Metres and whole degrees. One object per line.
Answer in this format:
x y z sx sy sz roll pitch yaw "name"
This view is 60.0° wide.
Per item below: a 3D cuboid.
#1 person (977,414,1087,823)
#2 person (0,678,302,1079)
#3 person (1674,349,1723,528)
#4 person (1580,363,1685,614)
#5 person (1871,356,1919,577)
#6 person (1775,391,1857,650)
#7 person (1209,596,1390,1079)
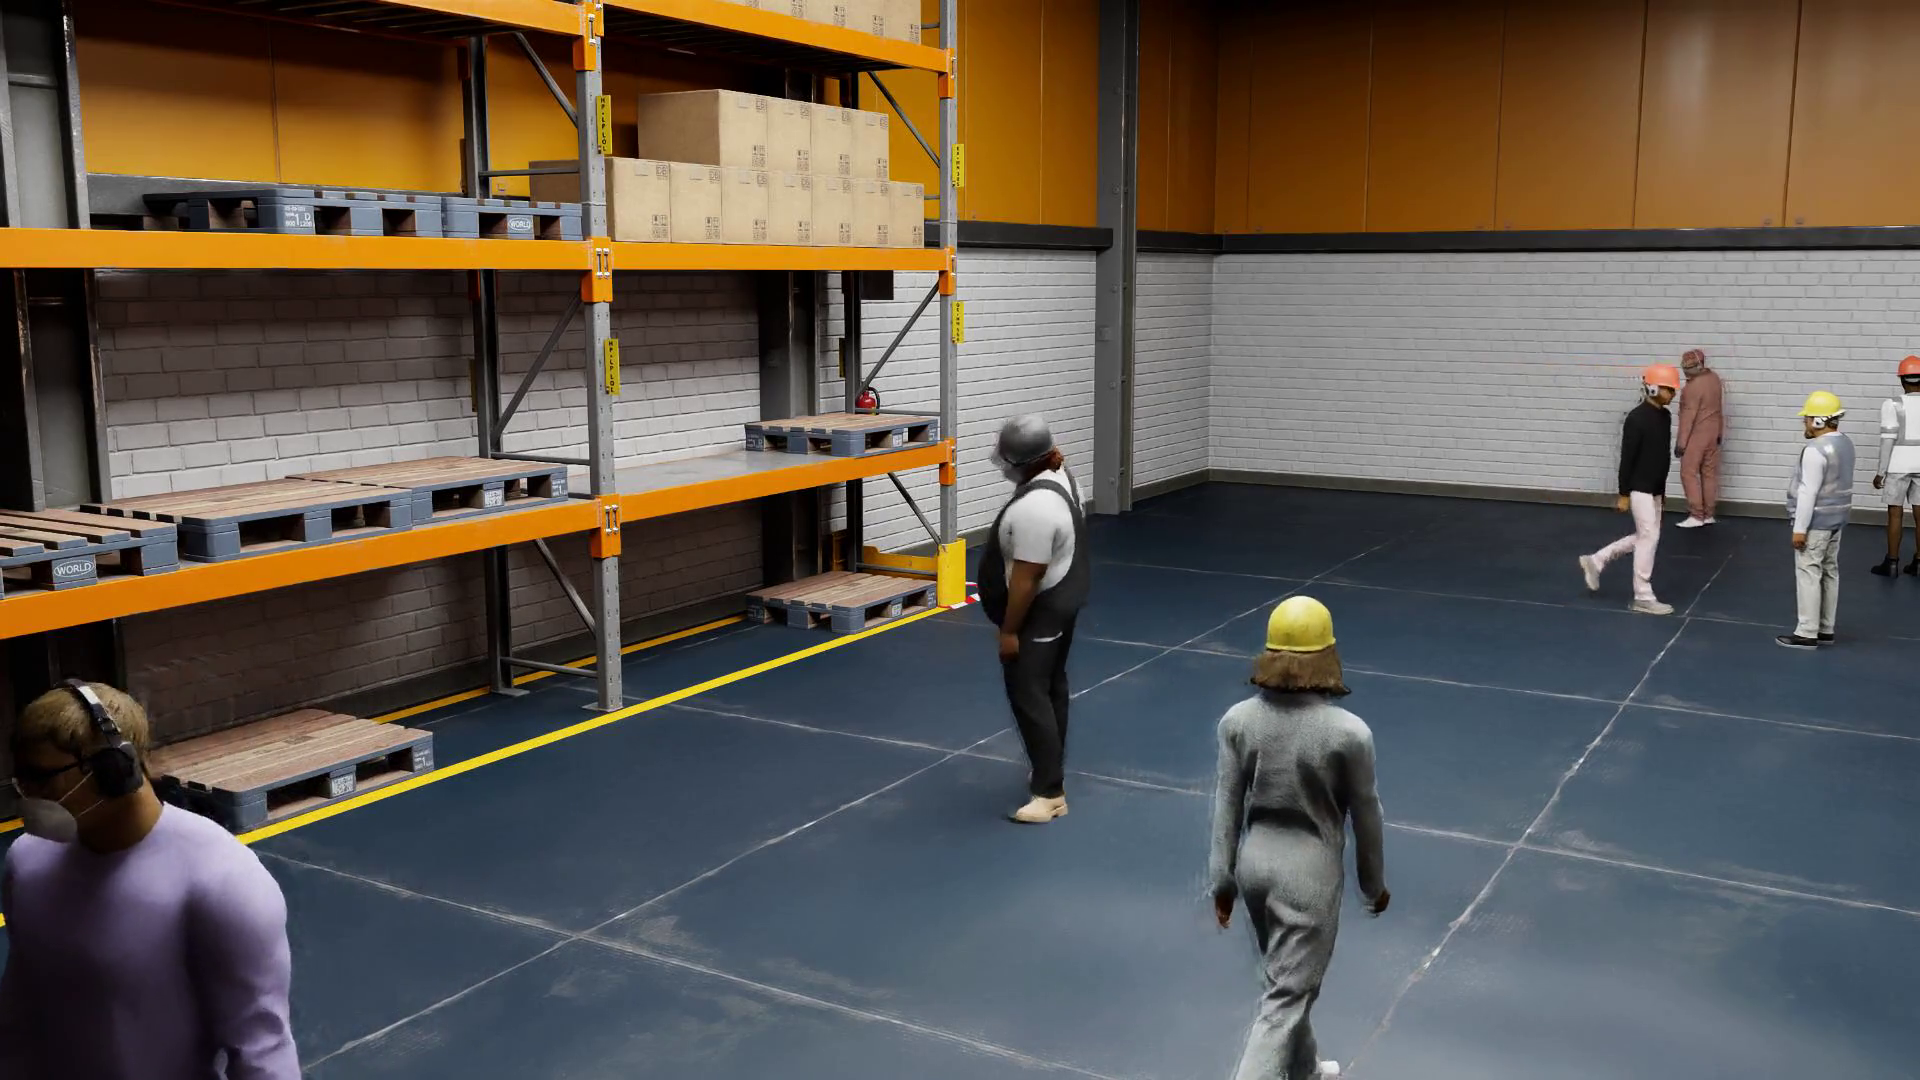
0.349 0.322 8.209 0.534 2.000 0.777 3 10 17 "person"
-1.554 1.196 3.169 0.638 1.916 0.441 5 10 26 "person"
7.756 -1.071 17.461 0.772 1.874 0.398 -8 12 -41 "person"
5.300 -0.424 13.111 0.728 1.964 0.635 9 12 43 "person"
8.253 -0.633 14.511 0.543 1.932 0.376 0 9 0 "person"
6.065 -0.138 11.768 0.596 1.827 0.403 -7 12 -38 "person"
0.961 1.018 4.946 0.484 1.693 0.938 8 12 41 "person"
